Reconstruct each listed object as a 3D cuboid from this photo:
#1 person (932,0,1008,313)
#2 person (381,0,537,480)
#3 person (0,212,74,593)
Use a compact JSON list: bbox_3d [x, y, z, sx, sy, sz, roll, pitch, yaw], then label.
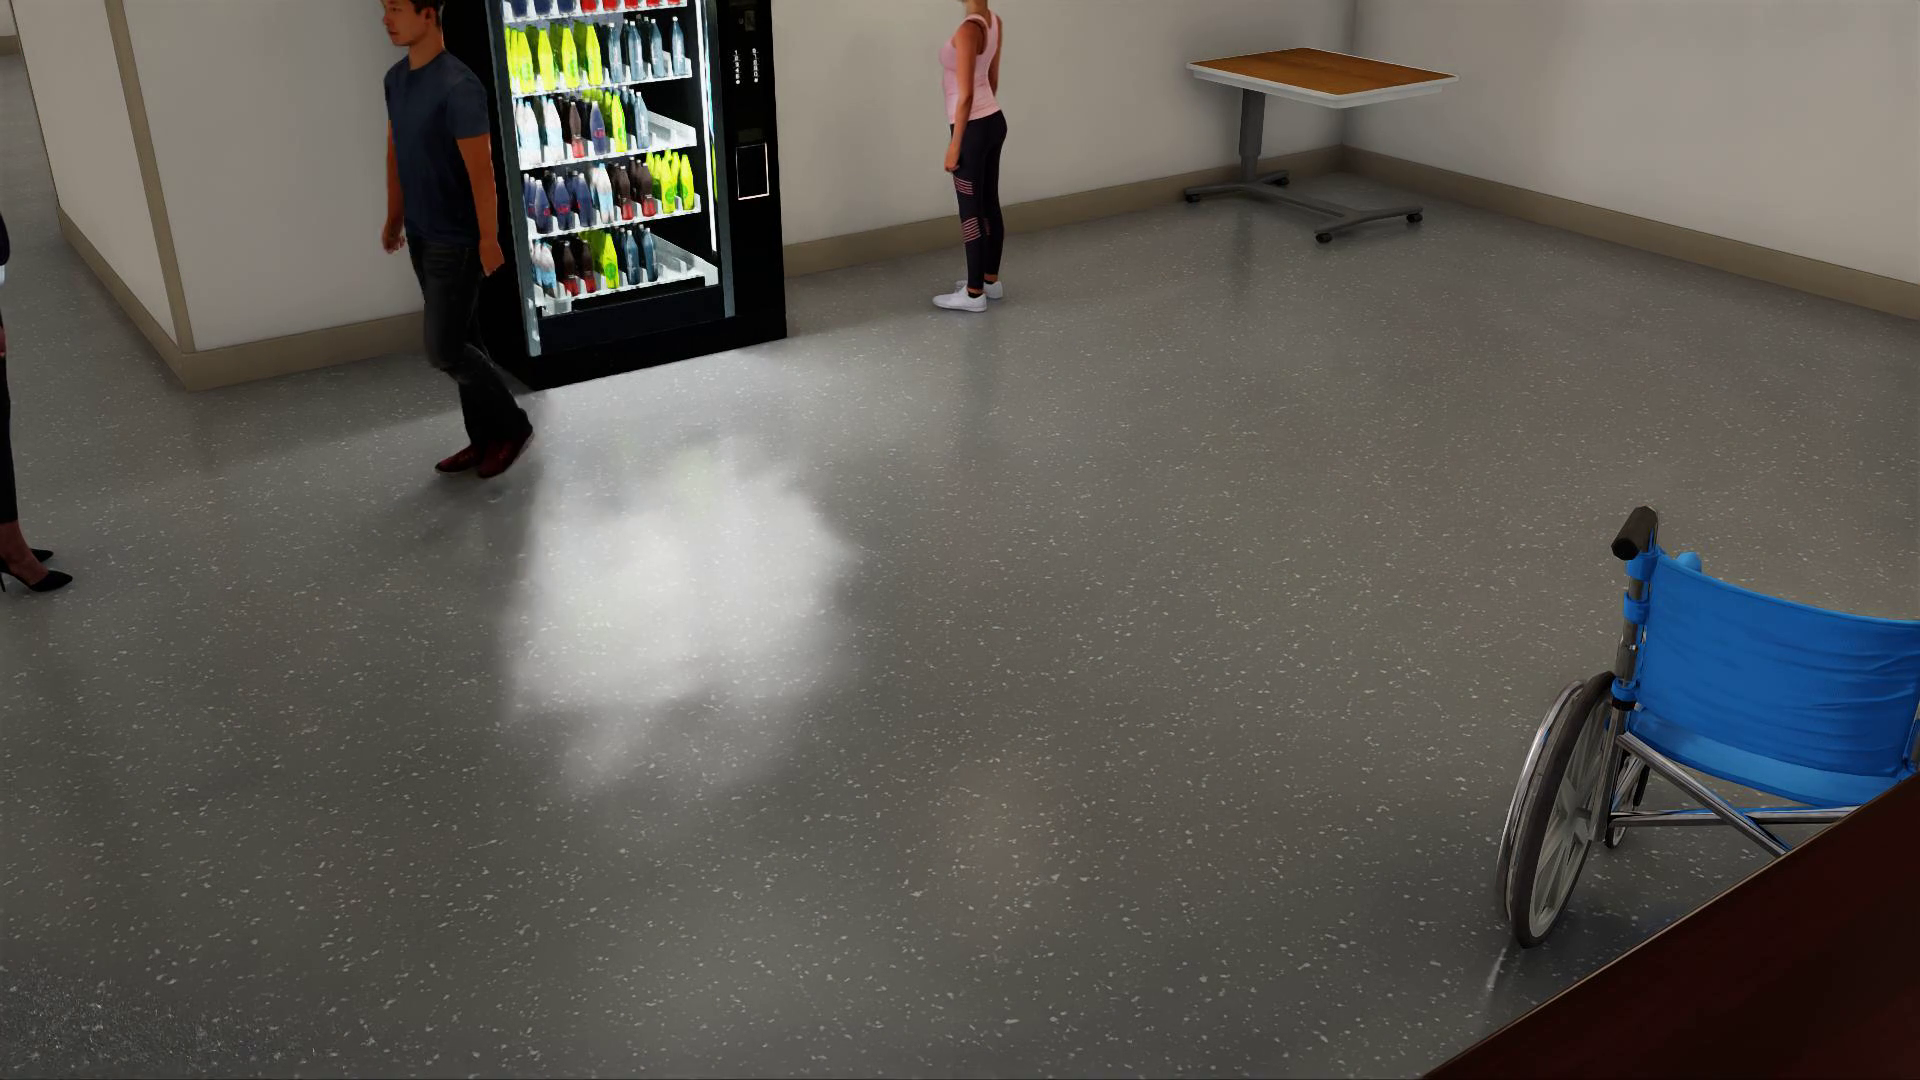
[{"bbox_3d":[0.084,-1.899,7.704,0.707,1.665,0.609,11,28,22],"label":"person"},{"bbox_3d":[-1.728,-1.091,5.874,0.639,1.798,0.691,-20,32,-35],"label":"person"},{"bbox_3d":[-3.038,-0.721,5.064,0.515,1.835,0.595,-17,30,-31],"label":"person"}]
